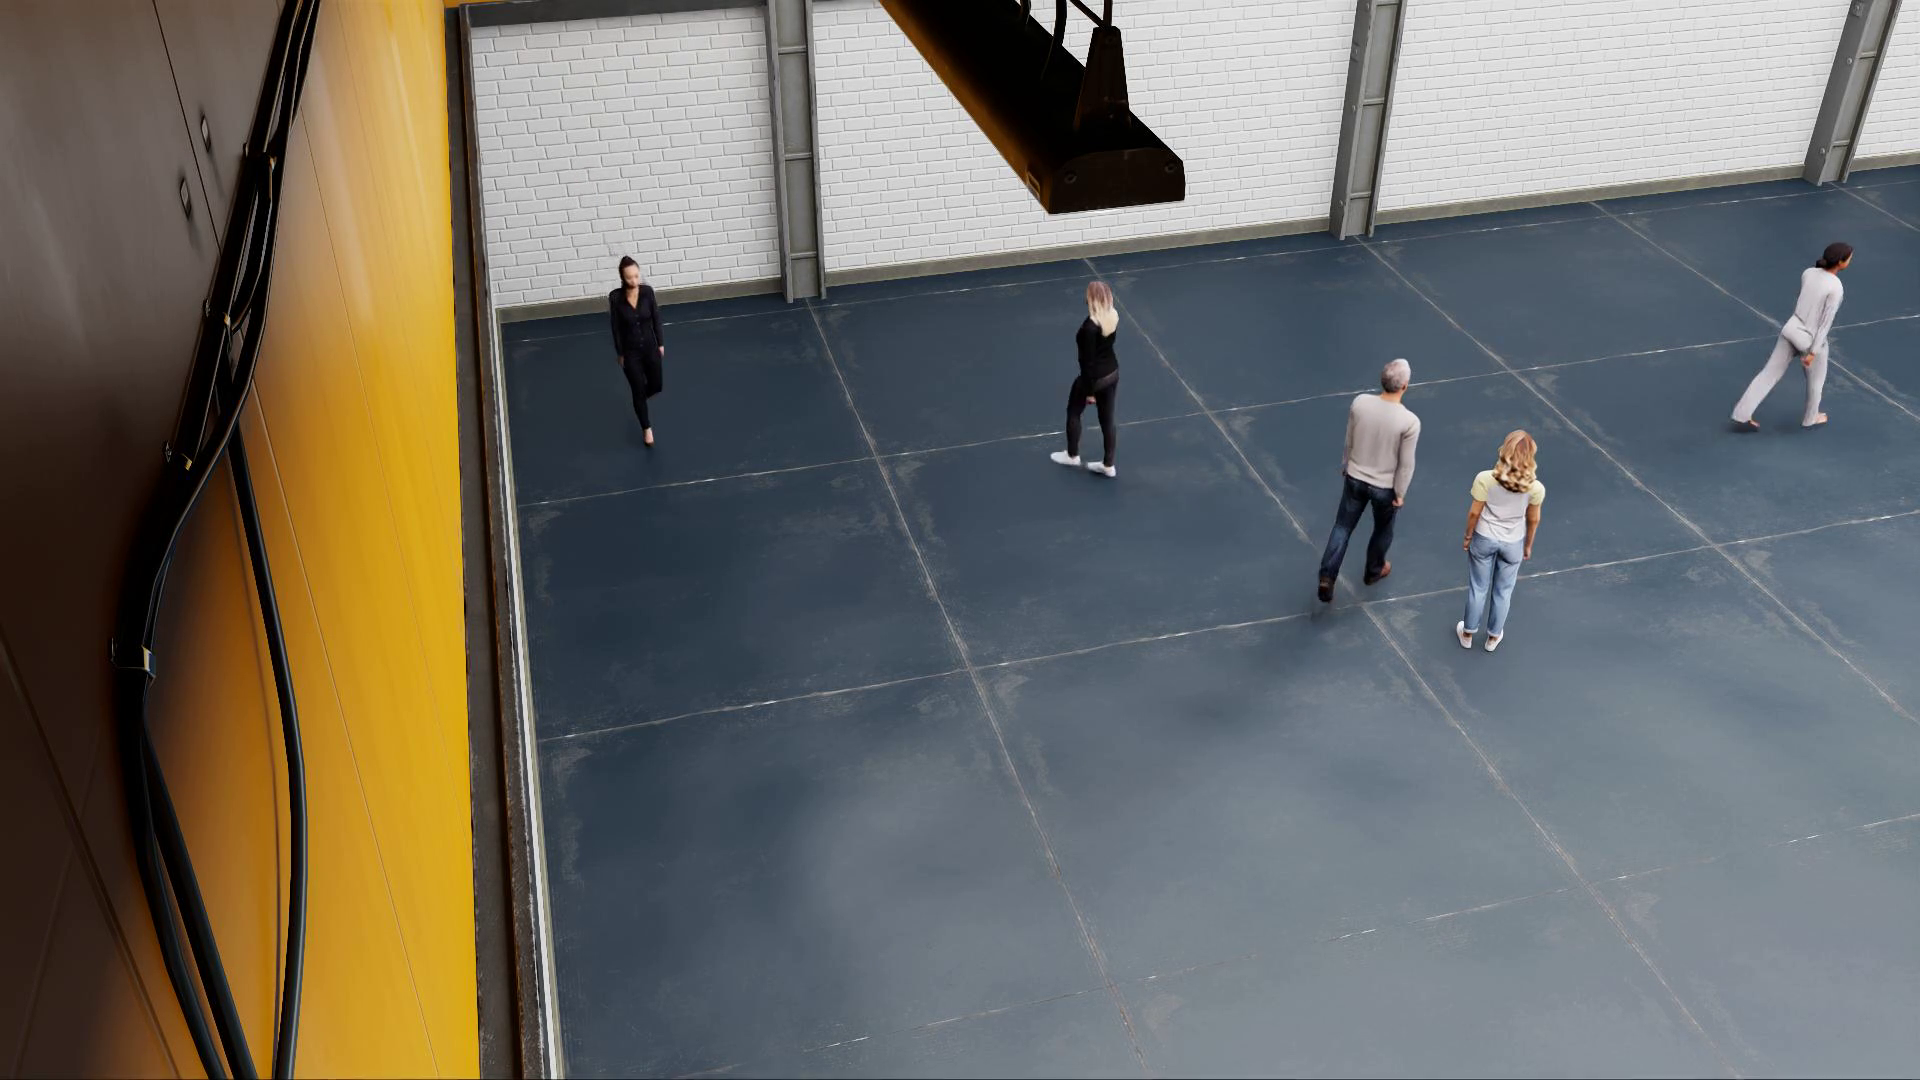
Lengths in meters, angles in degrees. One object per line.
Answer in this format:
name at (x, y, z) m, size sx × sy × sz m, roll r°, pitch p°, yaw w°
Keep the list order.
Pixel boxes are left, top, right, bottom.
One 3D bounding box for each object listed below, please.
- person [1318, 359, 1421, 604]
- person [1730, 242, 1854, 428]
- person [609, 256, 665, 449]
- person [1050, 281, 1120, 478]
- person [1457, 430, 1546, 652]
person at (2.900, -0.380, 11.865) m, size 1.144 × 1.888 × 1.274 m, roll 23°, pitch 40°, yaw 31°
person at (7.012, -1.681, 13.989) m, size 1.121 × 1.703 × 0.662 m, roll -10°, pitch 35°, yaw -15°
person at (-2.703, -1.583, 13.846) m, size 0.743 × 1.699 × 0.710 m, roll -14°, pitch 36°, yaw -20°
person at (1.193, -1.252, 13.377) m, size 0.897 × 1.666 × 0.864 m, roll 22°, pitch 40°, yaw 30°
person at (3.696, 0.018, 11.415) m, size 0.657 × 1.723 × 0.773 m, roll 9°, pitch 35°, yaw 13°
